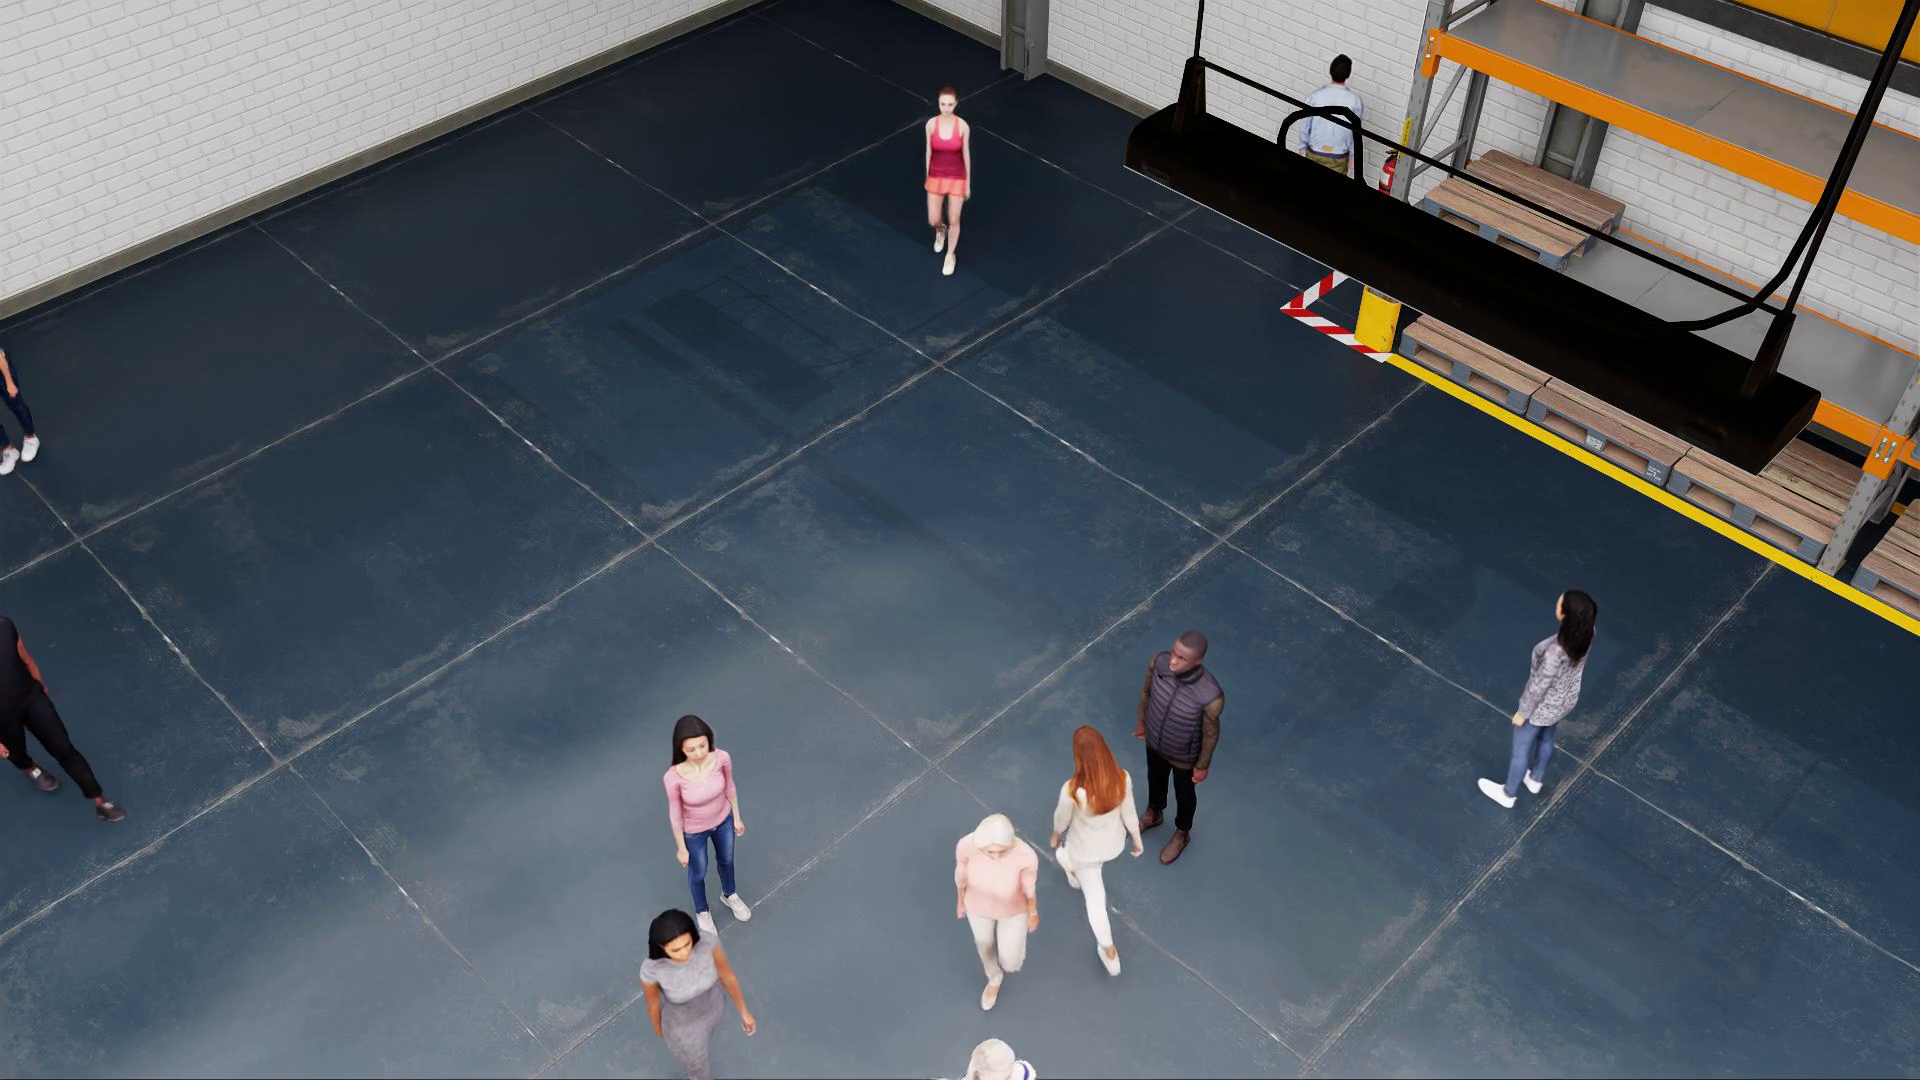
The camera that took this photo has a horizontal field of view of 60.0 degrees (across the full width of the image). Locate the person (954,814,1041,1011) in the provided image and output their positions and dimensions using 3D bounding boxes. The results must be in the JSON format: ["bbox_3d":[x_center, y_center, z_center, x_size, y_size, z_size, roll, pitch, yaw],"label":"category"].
[{"bbox_3d":[0.224,1.928,9.067,0.784,1.706,0.842,10,45,10],"label":"person"}]

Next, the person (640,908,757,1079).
[{"bbox_3d":[-1.414,2.388,8.552,0.674,1.749,1.041,-30,51,-28],"label":"person"}]

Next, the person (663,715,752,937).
[{"bbox_3d":[-1.430,1.604,9.380,0.602,1.743,0.569,-25,49,-24],"label":"person"}]

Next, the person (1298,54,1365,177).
[{"bbox_3d":[3.222,-3.392,14.575,0.704,1.812,0.819,8,44,9],"label":"person"}]

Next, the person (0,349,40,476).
[{"bbox_3d":[-7.230,-1.283,12.409,0.786,1.744,0.846,5,44,5],"label":"person"}]

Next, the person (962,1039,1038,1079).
[{"bbox_3d":[0.072,2.824,8.066,0.778,1.788,0.906,-22,48,-21],"label":"person"}]

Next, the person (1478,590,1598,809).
[{"bbox_3d":[3.560,0.970,10.054,0.640,1.732,0.574,-28,50,-26],"label":"person"}]

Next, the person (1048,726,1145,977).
[{"bbox_3d":[0.784,1.772,9.267,0.960,1.656,1.235,-13,45,-13],"label":"person"}]

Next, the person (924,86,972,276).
[{"bbox_3d":[-0.090,-3.142,14.363,0.772,1.741,0.822,5,44,5],"label":"person"}]

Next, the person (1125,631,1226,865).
[{"bbox_3d":[1.269,1.188,9.748,0.754,1.836,0.493,-33,53,-30],"label":"person"}]

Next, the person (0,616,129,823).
[{"bbox_3d":[-5.755,0.999,10.002,1.256,1.761,0.827,25,49,24],"label":"person"}]
